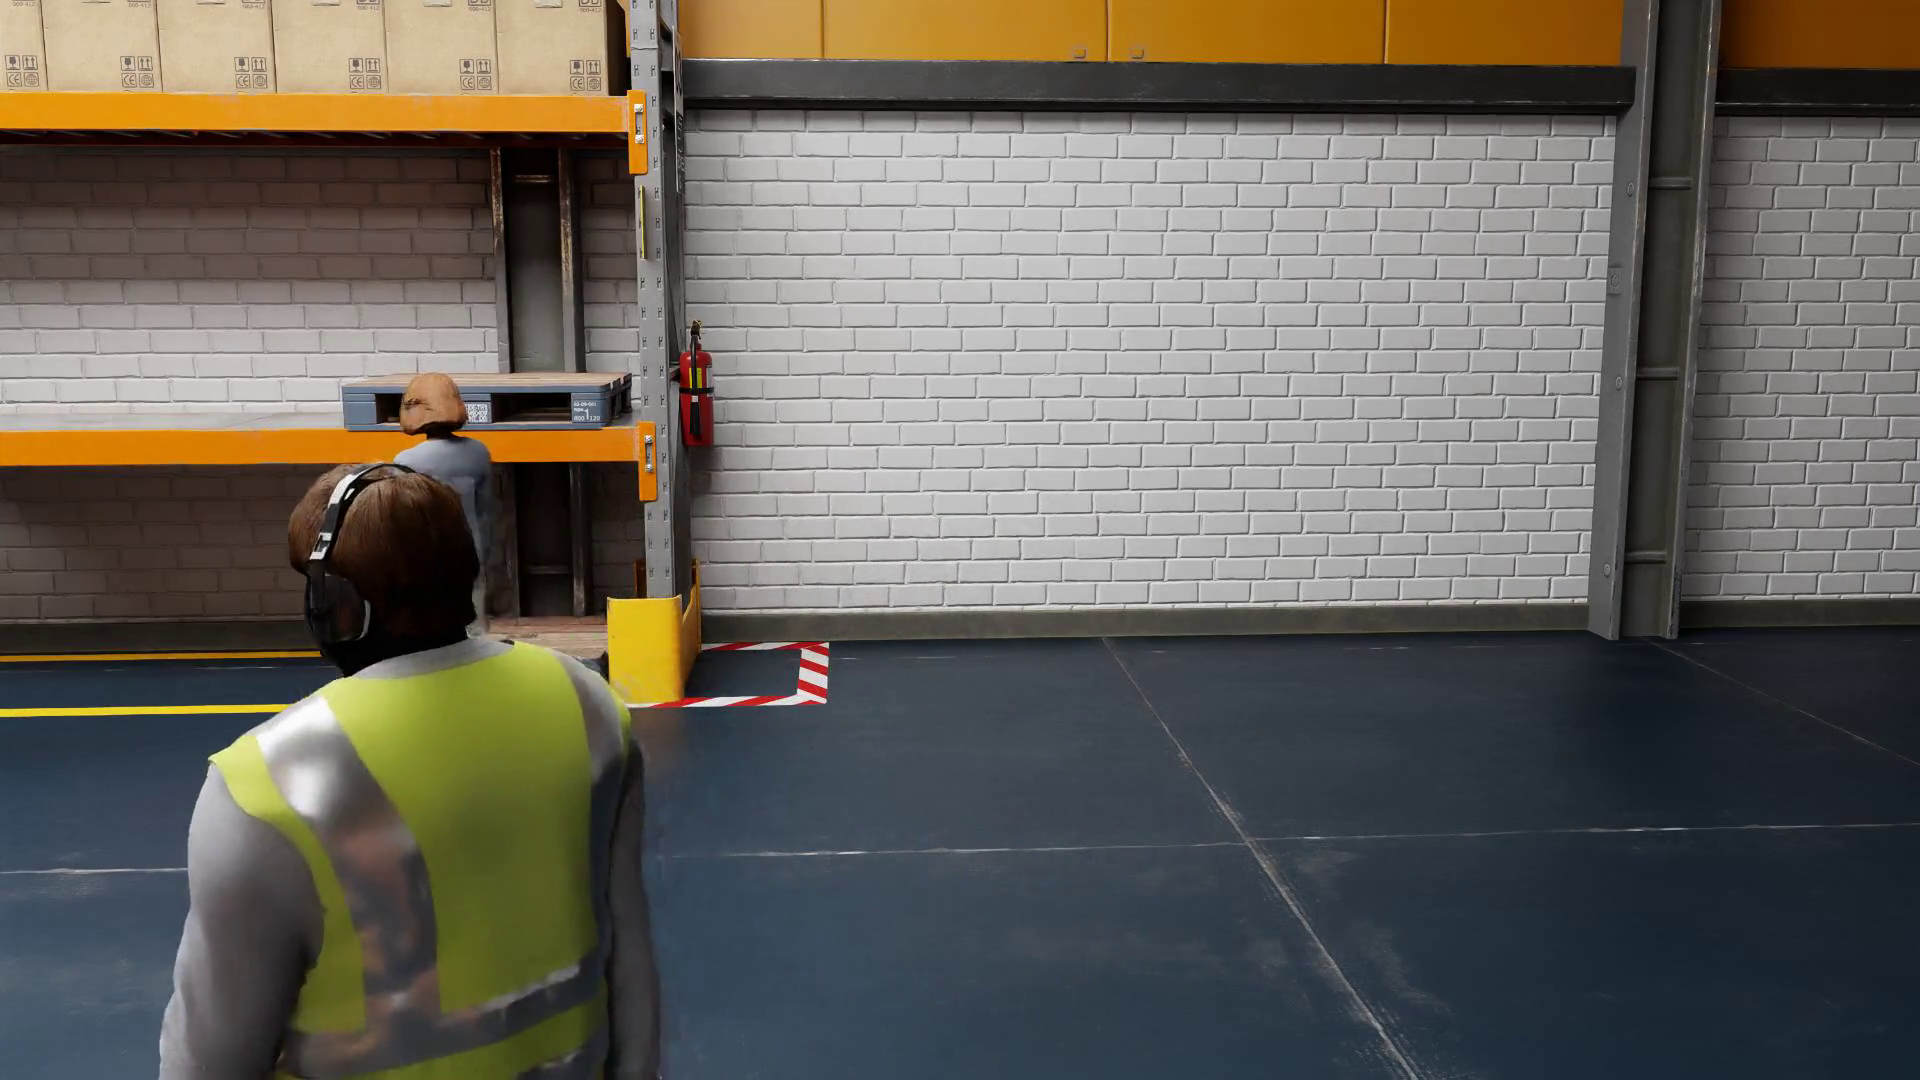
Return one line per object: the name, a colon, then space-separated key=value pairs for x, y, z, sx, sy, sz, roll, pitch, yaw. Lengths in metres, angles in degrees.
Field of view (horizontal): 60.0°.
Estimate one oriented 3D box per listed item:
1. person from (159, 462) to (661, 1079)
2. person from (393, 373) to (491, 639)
person: x=-0.702 y=0.791 z=2.204 sx=0.977 sy=1.791 sz=0.644 roll=6 pitch=11 yaw=32
person: x=-2.089 y=0.145 z=6.739 sx=0.280 sy=1.630 sz=0.509 roll=5 pitch=10 yaw=26
